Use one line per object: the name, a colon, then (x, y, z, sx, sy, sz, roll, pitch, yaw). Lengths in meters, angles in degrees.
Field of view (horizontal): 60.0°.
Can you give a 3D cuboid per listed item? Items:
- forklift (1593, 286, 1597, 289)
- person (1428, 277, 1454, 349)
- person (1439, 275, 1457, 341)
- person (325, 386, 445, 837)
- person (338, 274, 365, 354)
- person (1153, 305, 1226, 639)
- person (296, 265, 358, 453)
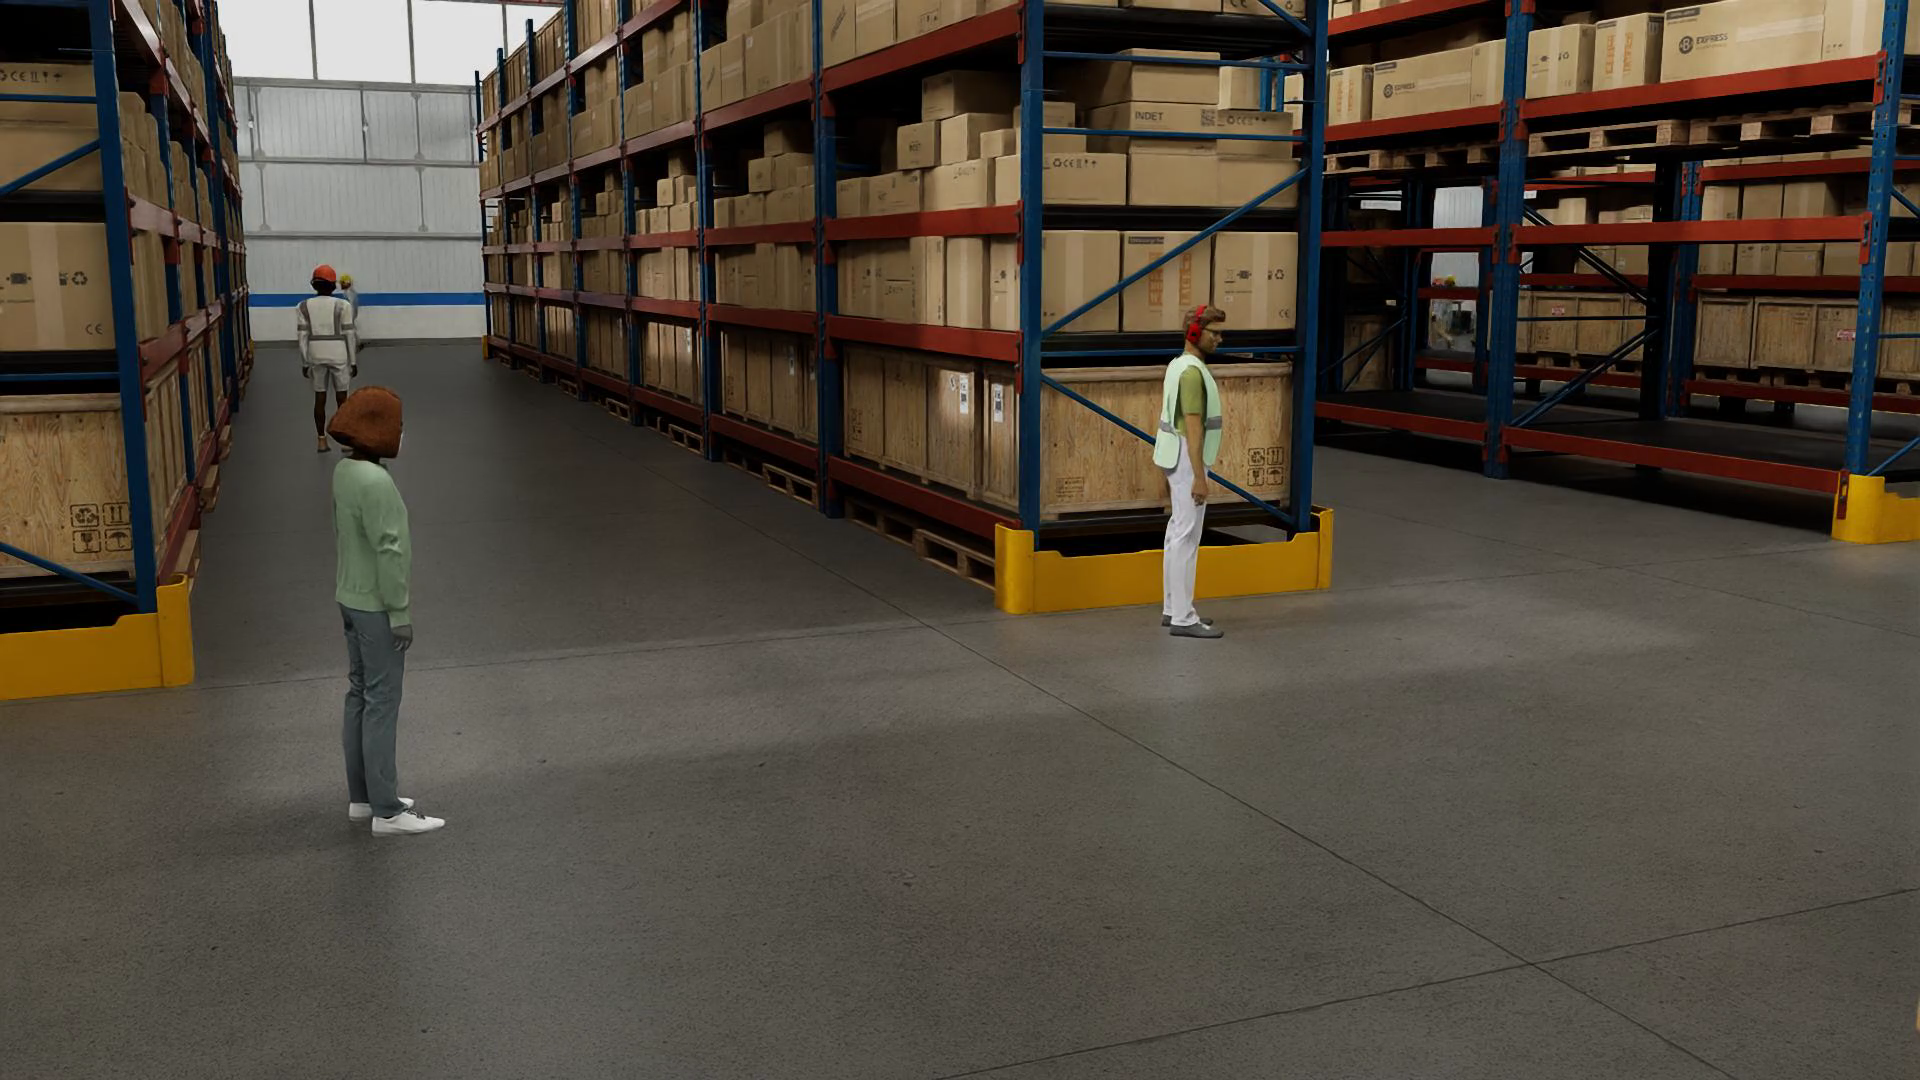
forklift: (11.766, -4.391, 30.164, 1.129, 2.768, 1.873, -4, 10, -22)
person: (11.370, -5.377, 39.521, 0.737, 1.727, 0.569, 3, 10, 17)
person: (12.854, -6.085, 43.756, 0.349, 1.736, 0.490, 7, 12, 36)
person: (-2.119, 0.256, 6.059, 0.284, 1.633, 0.498, -7, 12, -36)
person: (-13.573, -4.994, 36.952, 0.448, 1.816, 0.621, -5, 11, -26)
person: (1.271, -0.382, 9.267, 0.388, 1.837, 0.563, 0, 9, 1)
person: (-6.888, -1.969, 18.159, 0.605, 2.045, 0.382, -1, 9, -3)
